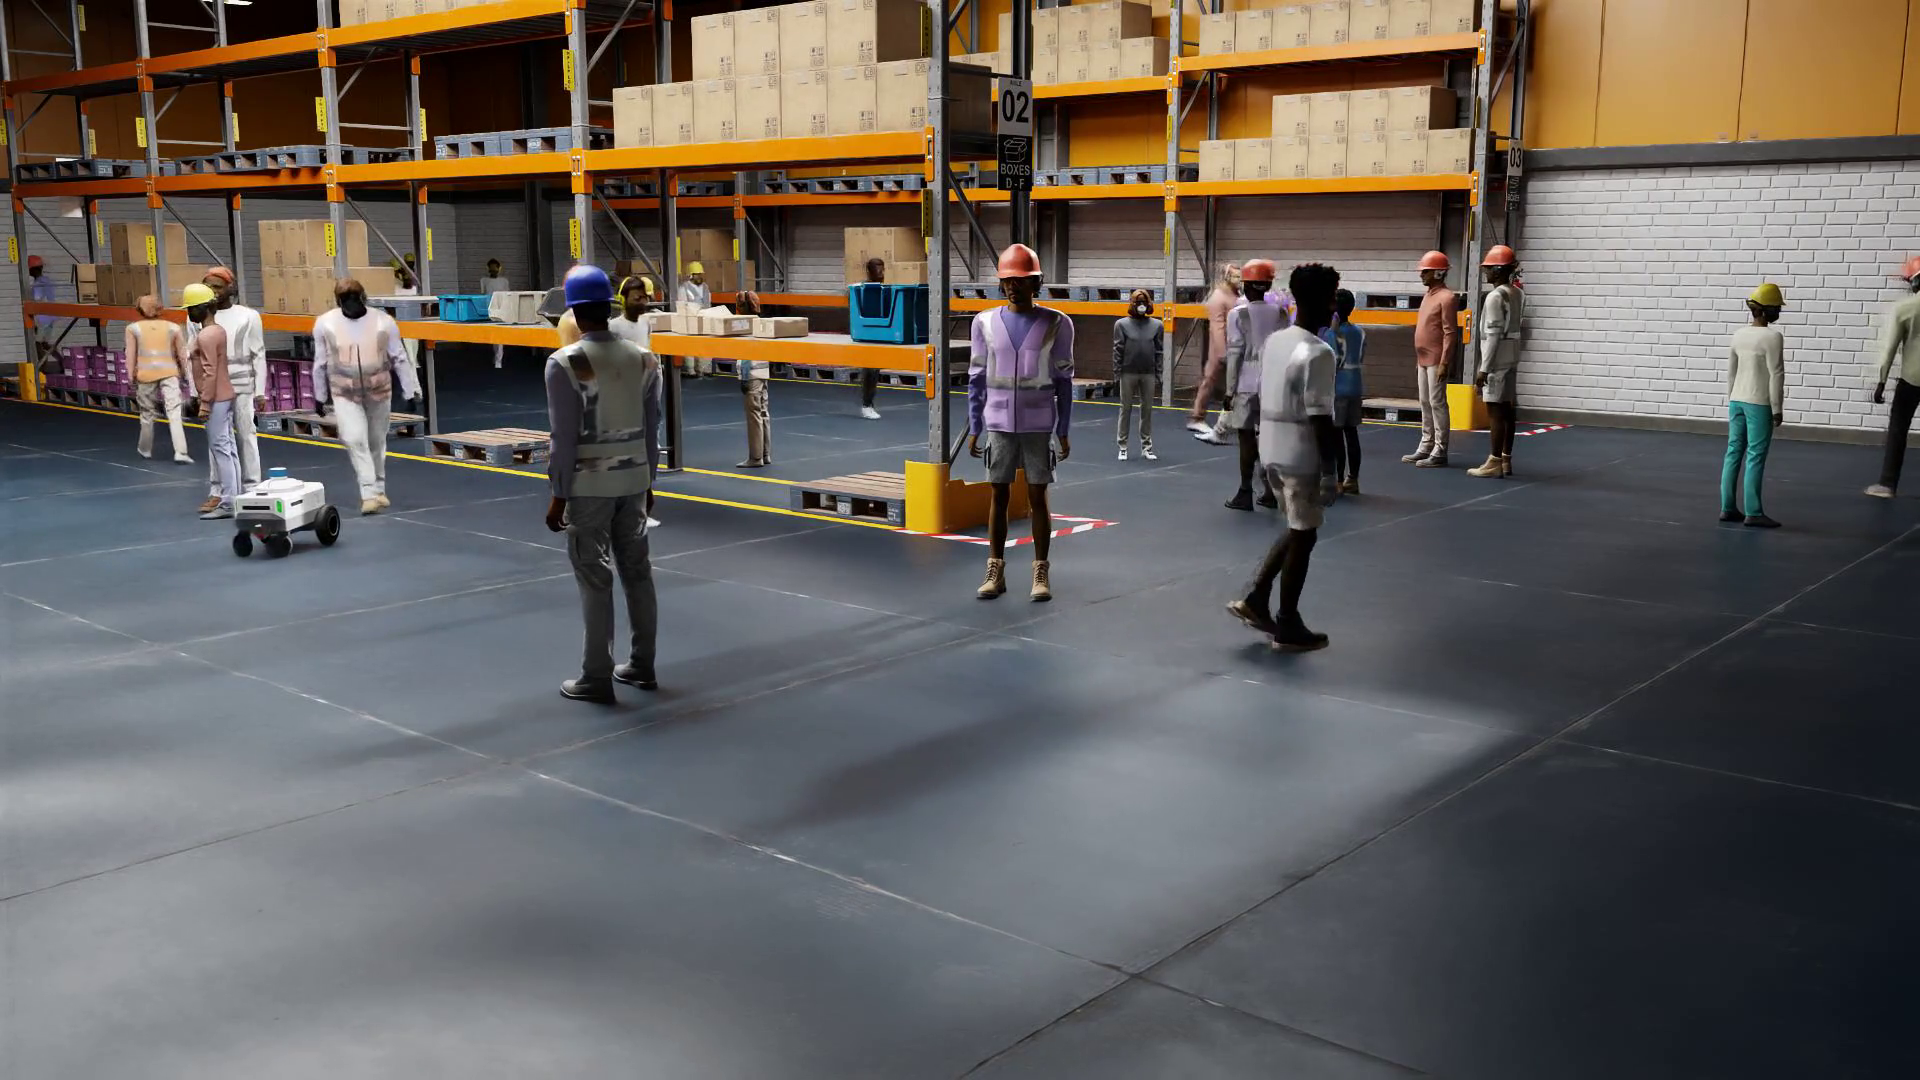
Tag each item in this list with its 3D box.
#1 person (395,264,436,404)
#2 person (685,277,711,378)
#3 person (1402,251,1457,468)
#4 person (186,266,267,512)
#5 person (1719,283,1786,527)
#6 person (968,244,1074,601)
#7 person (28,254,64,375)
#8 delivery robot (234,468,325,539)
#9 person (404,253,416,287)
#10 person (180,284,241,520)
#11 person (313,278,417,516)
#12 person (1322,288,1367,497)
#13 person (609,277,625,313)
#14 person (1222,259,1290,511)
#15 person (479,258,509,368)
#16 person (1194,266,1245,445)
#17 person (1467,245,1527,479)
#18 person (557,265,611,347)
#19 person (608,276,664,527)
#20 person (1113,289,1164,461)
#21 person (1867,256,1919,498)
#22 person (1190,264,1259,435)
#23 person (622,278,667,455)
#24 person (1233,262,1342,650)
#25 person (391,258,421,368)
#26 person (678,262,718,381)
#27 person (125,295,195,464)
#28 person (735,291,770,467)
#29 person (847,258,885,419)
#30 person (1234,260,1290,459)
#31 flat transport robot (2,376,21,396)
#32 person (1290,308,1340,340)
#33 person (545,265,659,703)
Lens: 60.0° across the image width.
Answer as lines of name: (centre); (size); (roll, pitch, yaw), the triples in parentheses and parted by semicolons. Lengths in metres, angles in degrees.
person: (-7.164, -2.693, 21.751); (0.545, 1.816, 0.970); (-9, 13, -41)
person: (-4.076, -3.322, 25.852); (0.501, 1.632, 0.280); (-7, 12, -36)
person: (4.370, -1.667, 15.402); (0.389, 1.992, 0.625); (-1, 10, -6)
person: (-5.627, -1.150, 12.771); (0.584, 1.883, 0.337); (0, 10, -3)
person: (5.820, -0.984, 12.161); (0.322, 1.769, 0.523); (-2, 10, -13)
person: (0.340, -0.662, 9.540); (0.615, 2.043, 0.373); (2, 10, 12)
person: (-13.740, -3.303, 24.904); (0.555, 1.924, 0.601); (-2, 10, -9)
delivery robot: (-4.537, -0.239, 11.104); (0.477, 0.478, 0.707); (0, 10, 3)
person: (-10.451, -4.502, 31.735); (0.586, 1.928, 0.369); (-7, 12, -35)
person: (-5.610, -1.032, 12.461); (0.327, 1.760, 0.524); (-2, 10, -13)
person: (-4.539, -1.095, 12.713); (0.722, 1.787, 0.859); (-4, 11, -23)
person: (3.108, -1.200, 13.582); (0.538, 1.698, 0.319); (-10, 14, -44)
person: (-4.006, -2.237, 19.524); (0.322, 1.692, 0.530); (7, 12, 35)
person: (2.272, -1.194, 12.870); (0.547, 1.938, 0.377); (-4, 11, -22)
person: (-7.882, -3.841, 28.182); (0.540, 1.855, 0.570); (0, 10, -1)
person: (2.913, -1.845, 16.857); (0.981, 1.845, 0.661); (1, 10, 6)
person: (4.726, -1.562, 14.663); (0.379, 2.045, 0.605); (8, 13, 39)
person: (-2.868, -1.176, 12.911); (0.561, 1.895, 0.604); (4, 11, 23)
person: (-2.482, -1.011, 12.196); (0.683, 1.830, 0.523); (4, 11, 20)
person: (1.705, -1.572, 15.891); (0.500, 1.633, 0.285); (-2, 10, -10)
person: (7.821, -1.289, 13.365); (0.848, 1.961, 0.599); (1, 10, 8)
person: (2.938, -2.057, 18.025); (1.010, 1.848, 0.672); (8, 12, 37)
person: (-3.063, -1.678, 16.199); (0.492, 1.737, 0.327); (-7, 12, -35)
person: (1.705, -0.406, 8.340); (0.418, 1.949, 0.630); (-3, 10, -16)
person: (-9.531, -3.860, 28.236); (0.854, 1.885, 0.620); (5, 11, 27)
person: (-3.956, -3.311, 25.277); (0.650, 1.808, 0.631); (9, 13, 41)
person: (-7.557, -1.508, 15.708); (0.569, 1.576, 0.922); (-6, 12, -32)
person: (-1.922, -1.488, 15.421); (0.313, 1.633, 0.516); (2, 10, 11)
person: (-1.011, -2.366, 19.646); (0.638, 1.897, 0.590); (-9, 13, -40)
person: (2.923, -1.753, 16.145); (0.569, 1.901, 0.836); (3, 10, 15)
flat transport robot: (-12.793, -2.147, 23.038); (0.652, 0.197, 1.431); (-8, 13, -37)
person: (2.879, -1.285, 13.649); (0.389, 1.846, 0.567); (-5, 11, -26)
person: (-1.605, -0.247, 7.458); (0.396, 1.943, 0.614); (7, 12, 36)
